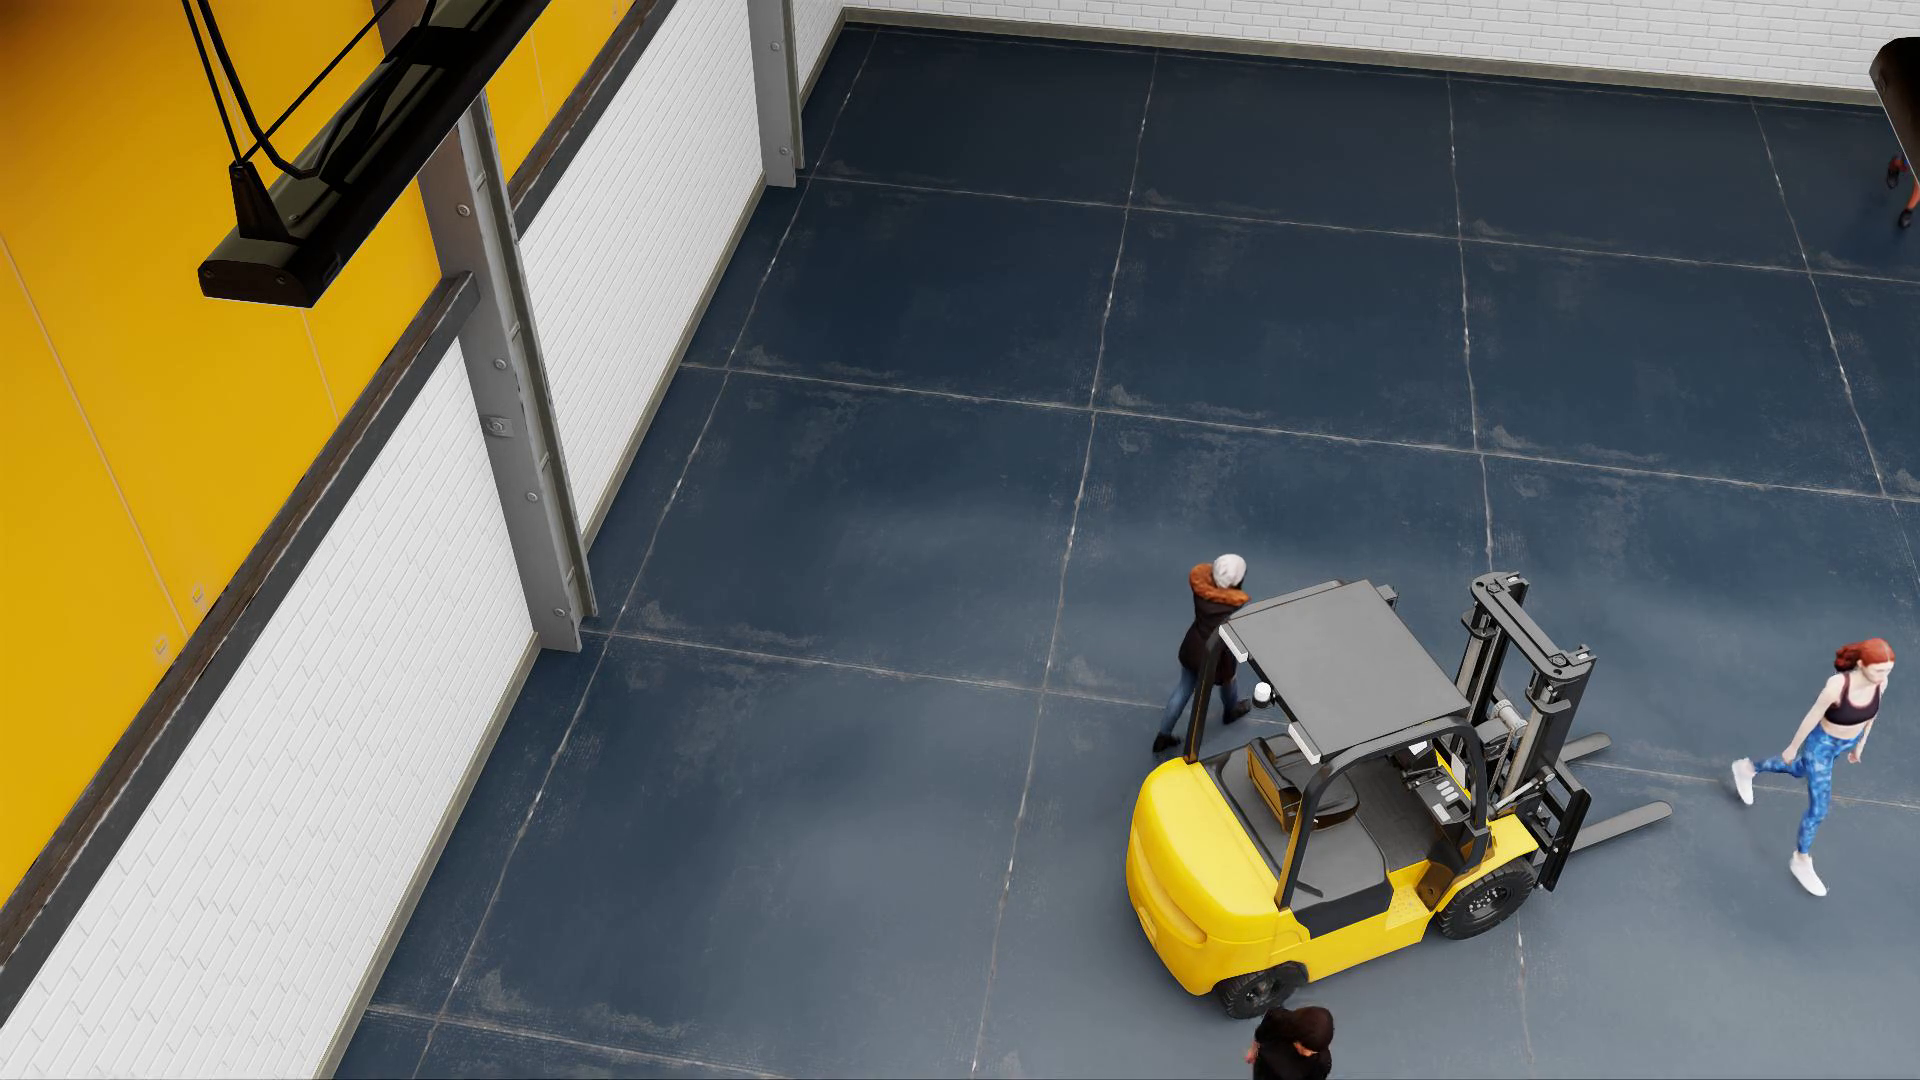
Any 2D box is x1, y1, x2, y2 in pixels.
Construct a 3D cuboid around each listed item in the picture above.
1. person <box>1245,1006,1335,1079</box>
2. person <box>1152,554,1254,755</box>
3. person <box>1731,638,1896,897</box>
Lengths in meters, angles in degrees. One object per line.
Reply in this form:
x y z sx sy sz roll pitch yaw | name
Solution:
1.577 2.615 8.208 0.798 1.621 0.754 -17 46 -17 | person
1.479 0.716 10.218 1.114 1.599 1.020 -29 51 -27 | person
4.956 1.159 9.646 0.947 1.746 1.245 -12 45 -12 | person
